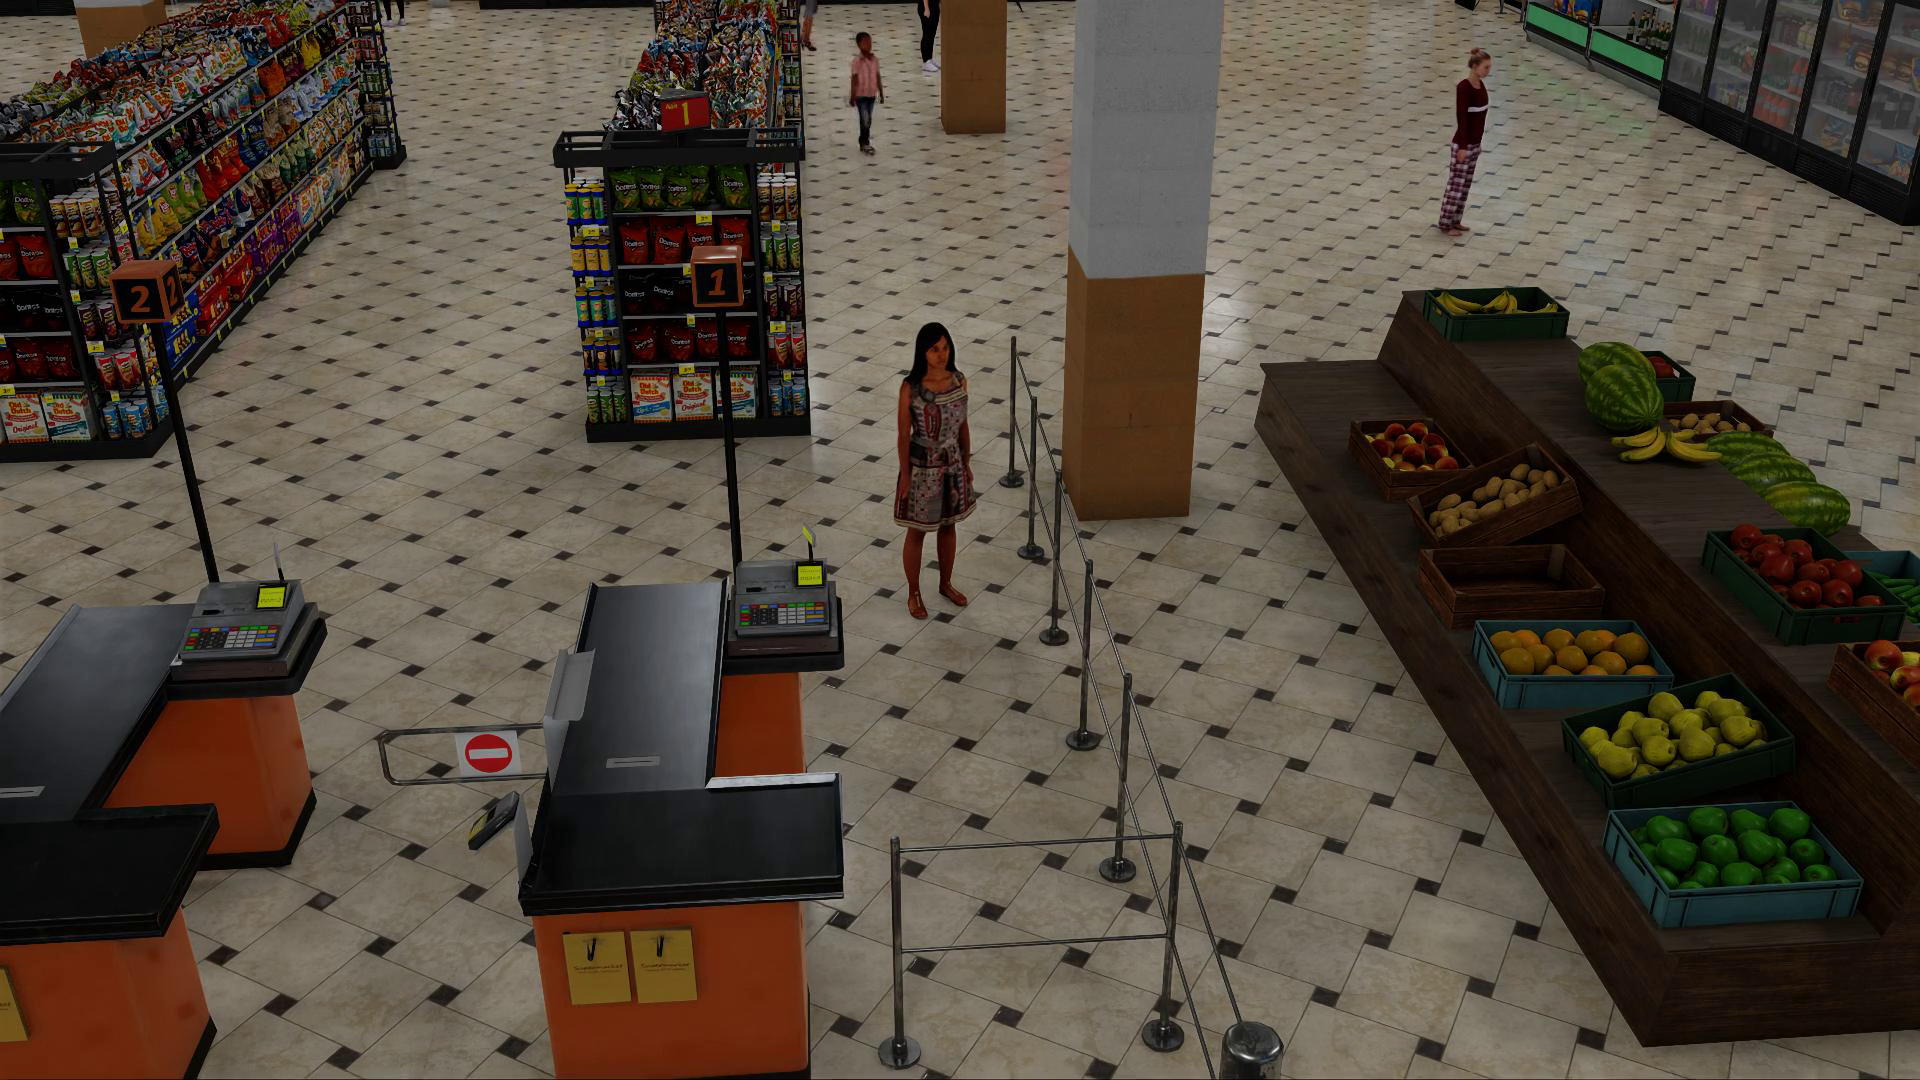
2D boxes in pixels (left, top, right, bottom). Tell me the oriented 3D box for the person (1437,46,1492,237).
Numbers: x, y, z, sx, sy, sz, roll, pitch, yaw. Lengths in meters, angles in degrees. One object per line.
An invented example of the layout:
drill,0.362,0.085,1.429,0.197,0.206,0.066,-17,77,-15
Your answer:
person,4.707,-3.707,15.455,0.733,1.710,0.661,19,33,33

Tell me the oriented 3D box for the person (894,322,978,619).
person,-0.140,-0.390,8.985,0.722,1.645,0.689,-15,30,-27

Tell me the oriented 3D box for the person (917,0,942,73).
person,-0.401,-7.153,22.329,0.761,1.639,0.663,10,29,20

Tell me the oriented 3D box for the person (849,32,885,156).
person,-1.077,-4.926,18.313,0.663,1.298,0.723,-20,33,-34

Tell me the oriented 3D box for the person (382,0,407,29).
person,-8.728,-8.740,25.307,0.698,1.774,0.724,-21,34,-35
